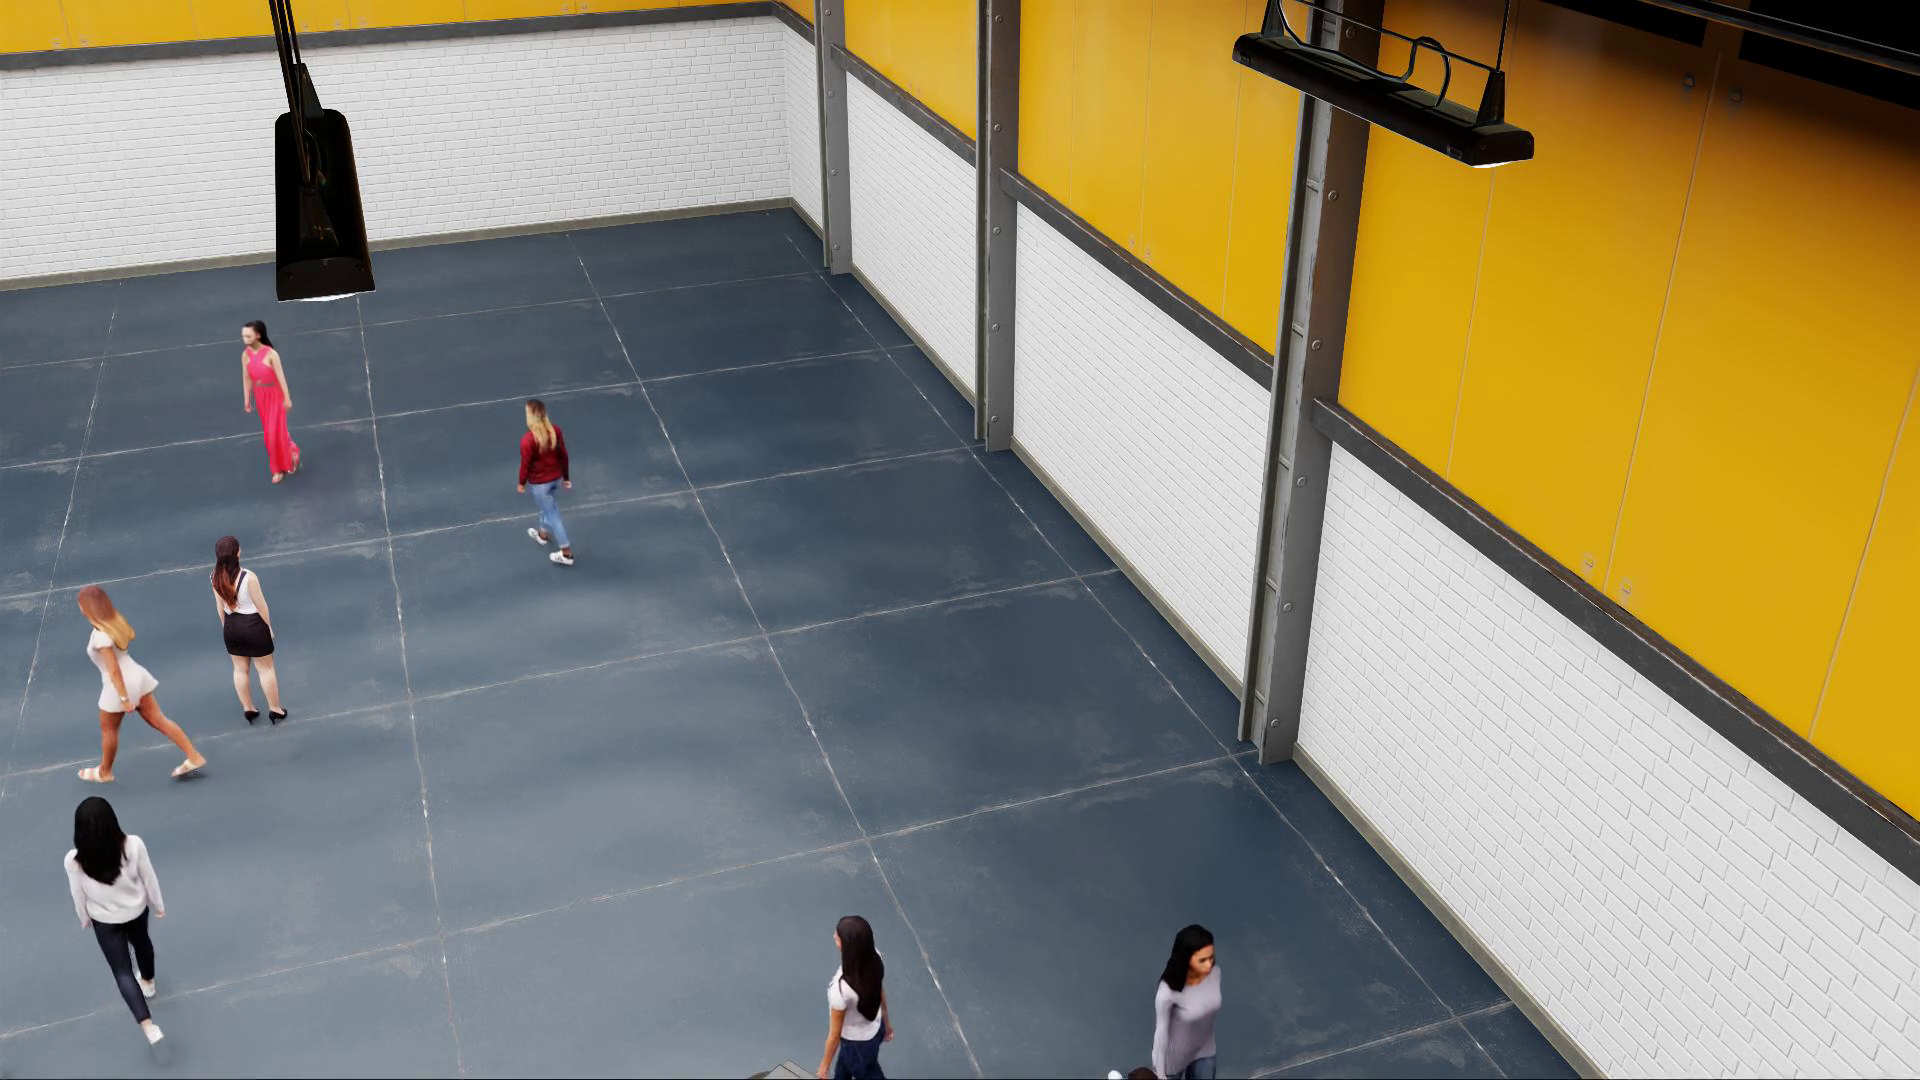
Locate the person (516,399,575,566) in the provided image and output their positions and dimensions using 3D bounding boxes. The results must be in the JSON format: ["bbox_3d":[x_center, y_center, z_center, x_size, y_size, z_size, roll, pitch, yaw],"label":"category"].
[{"bbox_3d":[-3.774,-0.508,15.406,1.035,1.605,0.937,16,32,26],"label":"person"}]

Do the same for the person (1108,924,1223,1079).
[{"bbox_3d":[1.171,2.797,9.233,0.747,1.713,1.101,-16,33,-27],"label":"person"}]

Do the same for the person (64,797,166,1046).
[{"bbox_3d":[-5.110,2.330,10.135,0.819,1.668,1.164,-20,34,-32],"label":"person"}]

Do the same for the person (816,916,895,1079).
[{"bbox_3d":[-0.452,2.822,9.175,1.137,1.725,1.148,9,30,17],"label":"person"}]

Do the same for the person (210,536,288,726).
[{"bbox_3d":[-5.628,0.720,13.109,0.615,1.647,0.620,1,29,2],"label":"person"}]

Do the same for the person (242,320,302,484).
[{"bbox_3d":[-7.004,-1.450,17.033,0.822,1.699,0.909,9,30,16],"label":"person"}]

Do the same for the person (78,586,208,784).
[{"bbox_3d":[-6.127,1.104,12.410,0.839,1.643,1.150,-4,29,-7],"label":"person"}]
